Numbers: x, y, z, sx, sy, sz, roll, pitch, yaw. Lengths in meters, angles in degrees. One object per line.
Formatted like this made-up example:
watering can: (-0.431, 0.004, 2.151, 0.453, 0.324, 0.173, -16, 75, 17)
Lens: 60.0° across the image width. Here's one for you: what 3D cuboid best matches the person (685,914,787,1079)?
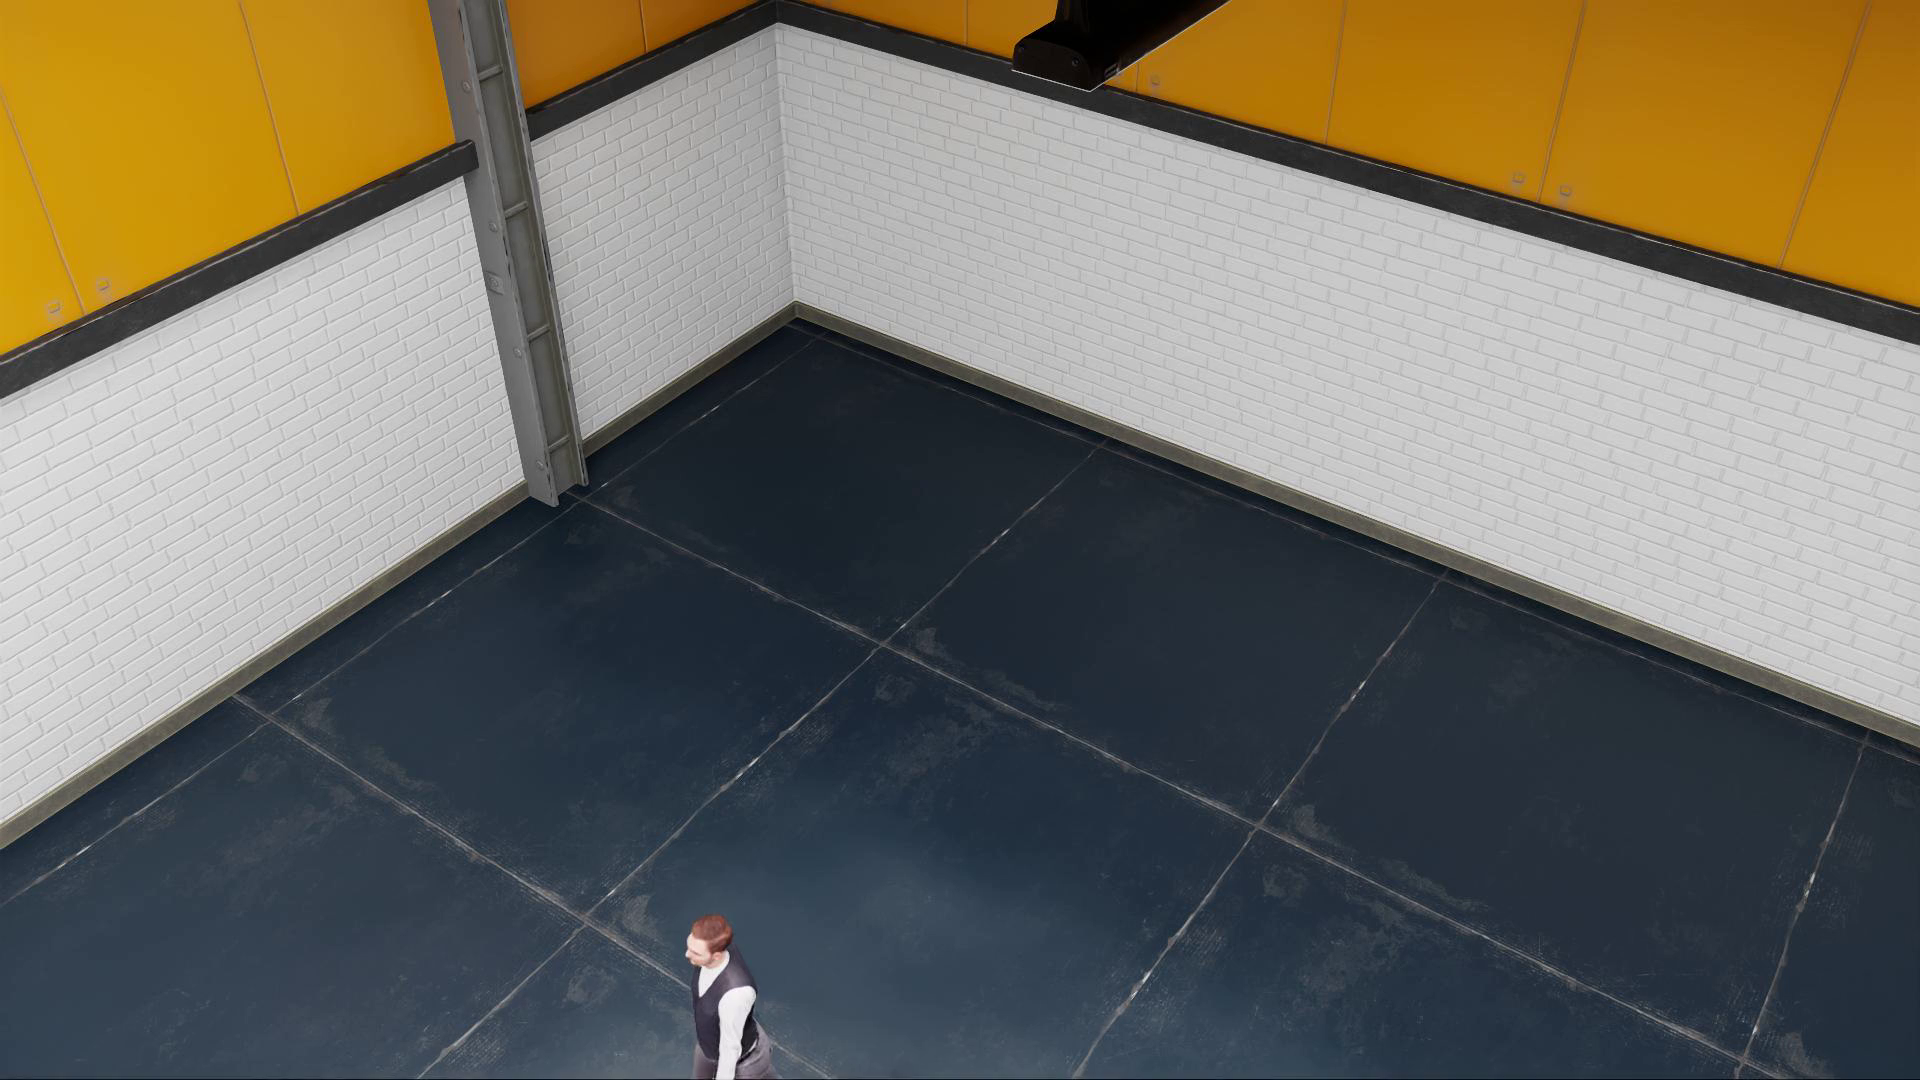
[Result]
person: (-1.033, 2.472, 8.261, 1.275, 1.900, 0.984, -20, 43, -24)
